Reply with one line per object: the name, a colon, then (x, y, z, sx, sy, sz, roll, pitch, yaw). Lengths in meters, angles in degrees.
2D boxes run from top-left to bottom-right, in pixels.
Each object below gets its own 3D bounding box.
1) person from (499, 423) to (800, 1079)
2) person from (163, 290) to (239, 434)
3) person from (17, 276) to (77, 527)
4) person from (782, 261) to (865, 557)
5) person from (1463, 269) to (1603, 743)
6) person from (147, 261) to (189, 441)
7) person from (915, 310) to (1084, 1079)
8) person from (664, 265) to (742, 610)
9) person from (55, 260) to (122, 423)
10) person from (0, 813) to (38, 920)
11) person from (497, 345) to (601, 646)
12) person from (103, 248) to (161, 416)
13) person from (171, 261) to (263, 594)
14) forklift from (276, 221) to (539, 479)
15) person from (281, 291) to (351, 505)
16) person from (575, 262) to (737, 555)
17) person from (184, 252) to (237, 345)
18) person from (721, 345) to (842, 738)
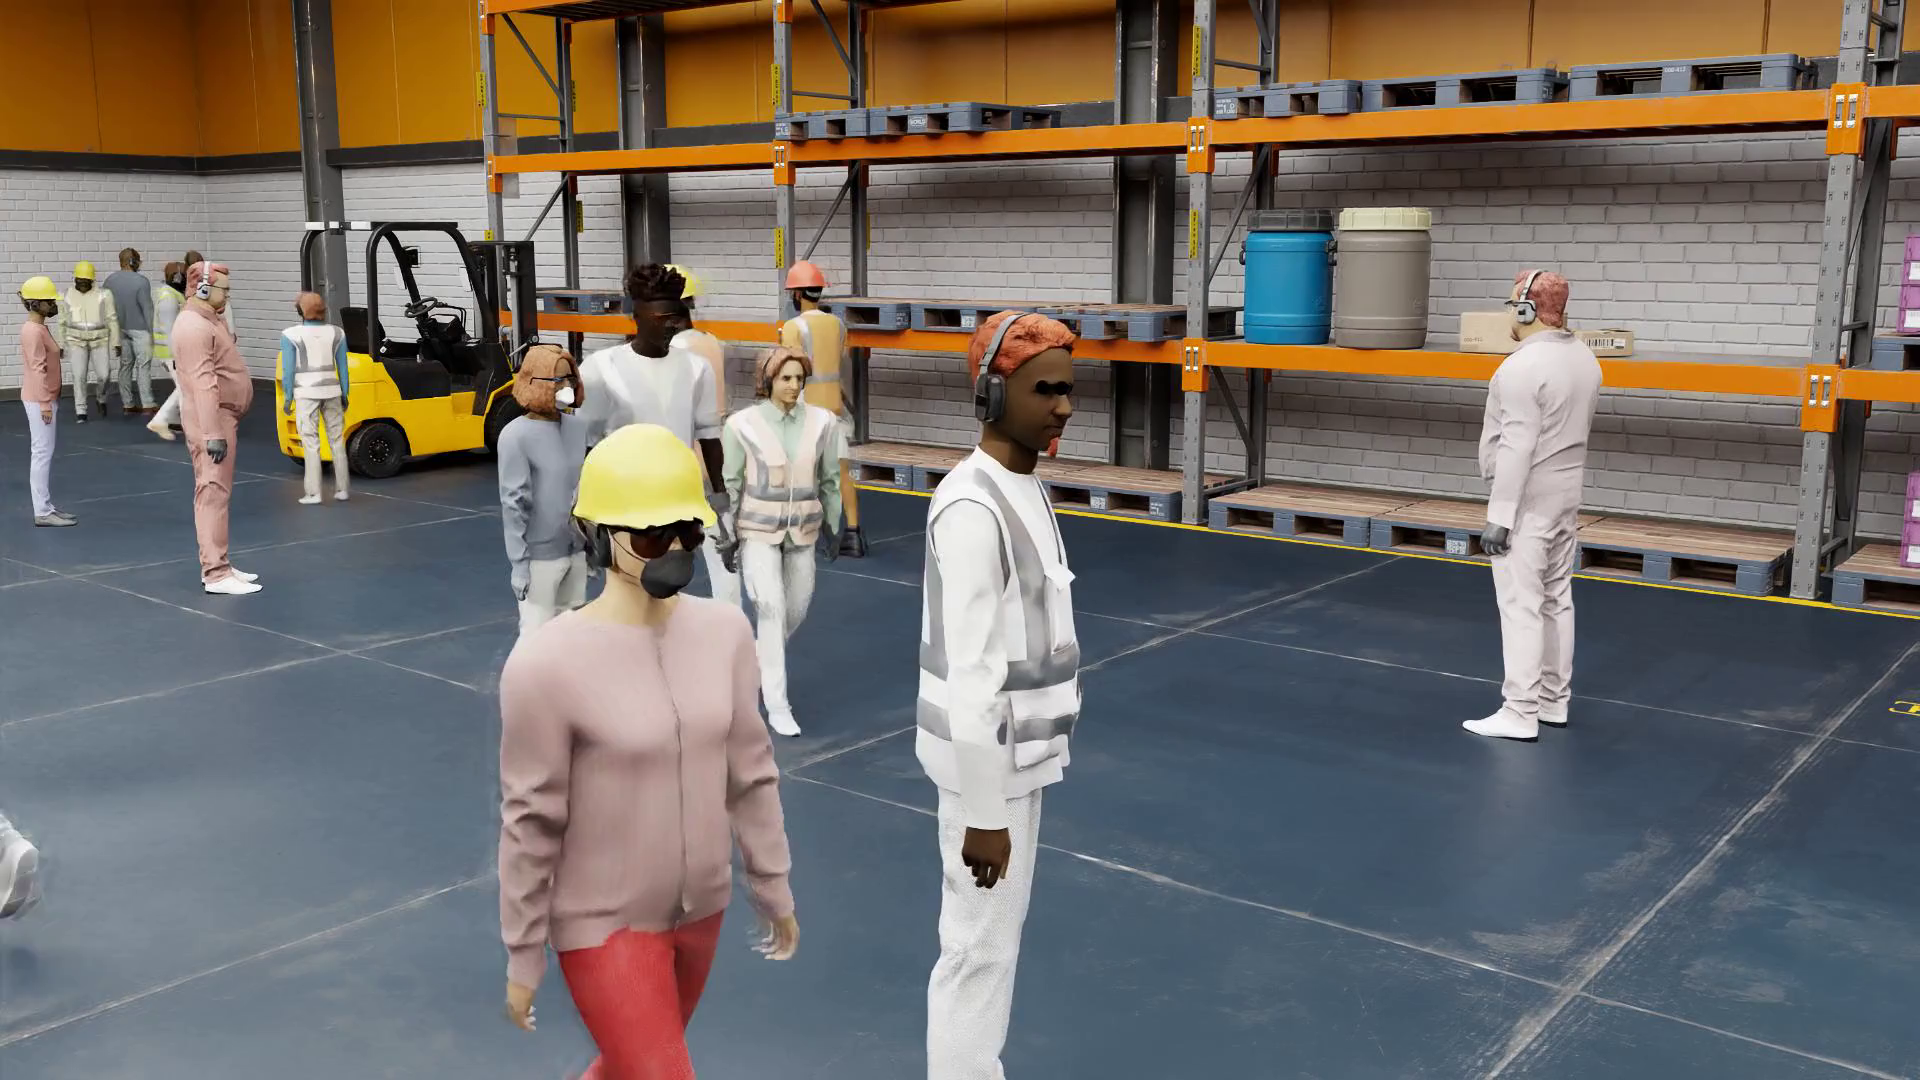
person: (-0.570, 0.641, 2.958, 0.890, 1.724, 0.534, 8, 13, 38)
person: (-7.974, -1.960, 17.264, 0.817, 1.771, 0.595, 0, 10, 0)
person: (-6.485, -0.979, 11.820, 0.328, 1.767, 0.532, -5, 11, -27)
person: (-0.977, -0.848, 10.770, 1.000, 1.881, 0.573, 9, 14, 42)
person: (2.310, -0.139, 6.774, 0.652, 1.906, 0.403, -10, 14, -43)
person: (-7.733, -1.836, 16.440, 0.583, 1.826, 0.645, -3, 11, -19)
person: (0.084, 0.471, 3.456, 0.337, 1.881, 0.583, 2, 10, 10)
person: (-1.430, -0.372, 8.090, 0.851, 1.897, 0.605, 4, 11, 22)
person: (-9.683, -2.197, 18.480, 0.669, 1.798, 0.515, -5, 11, -24)
person: (-2.996, 0.334, 4.648, 0.556, 1.716, 0.513, 1, 10, 6)
person: (-1.550, 0.074, 6.349, 0.268, 1.632, 0.509, 4, 11, 22)
person: (-9.543, -2.396, 19.211, 0.627, 1.933, 0.371, 3, 11, 16)
person: (-4.278, -0.643, 9.577, 0.410, 1.905, 0.640, -5, 11, -24)
forklift: (-4.922, -1.741, 14.854, 1.214, 2.155, 2.313, 8, 13, 38)
person: (-4.936, -1.087, 12.773, 0.309, 1.637, 0.522, 10, 14, 44)
person: (-1.167, -0.127, 6.630, 0.621, 1.923, 0.927, -9, 13, -40)
person: (-9.067, -2.510, 19.995, 0.666, 1.874, 1.008, -4, 11, -23)
person: (-0.790, -0.034, 7.022, 0.526, 1.602, 0.721, -5, 12, -27)
